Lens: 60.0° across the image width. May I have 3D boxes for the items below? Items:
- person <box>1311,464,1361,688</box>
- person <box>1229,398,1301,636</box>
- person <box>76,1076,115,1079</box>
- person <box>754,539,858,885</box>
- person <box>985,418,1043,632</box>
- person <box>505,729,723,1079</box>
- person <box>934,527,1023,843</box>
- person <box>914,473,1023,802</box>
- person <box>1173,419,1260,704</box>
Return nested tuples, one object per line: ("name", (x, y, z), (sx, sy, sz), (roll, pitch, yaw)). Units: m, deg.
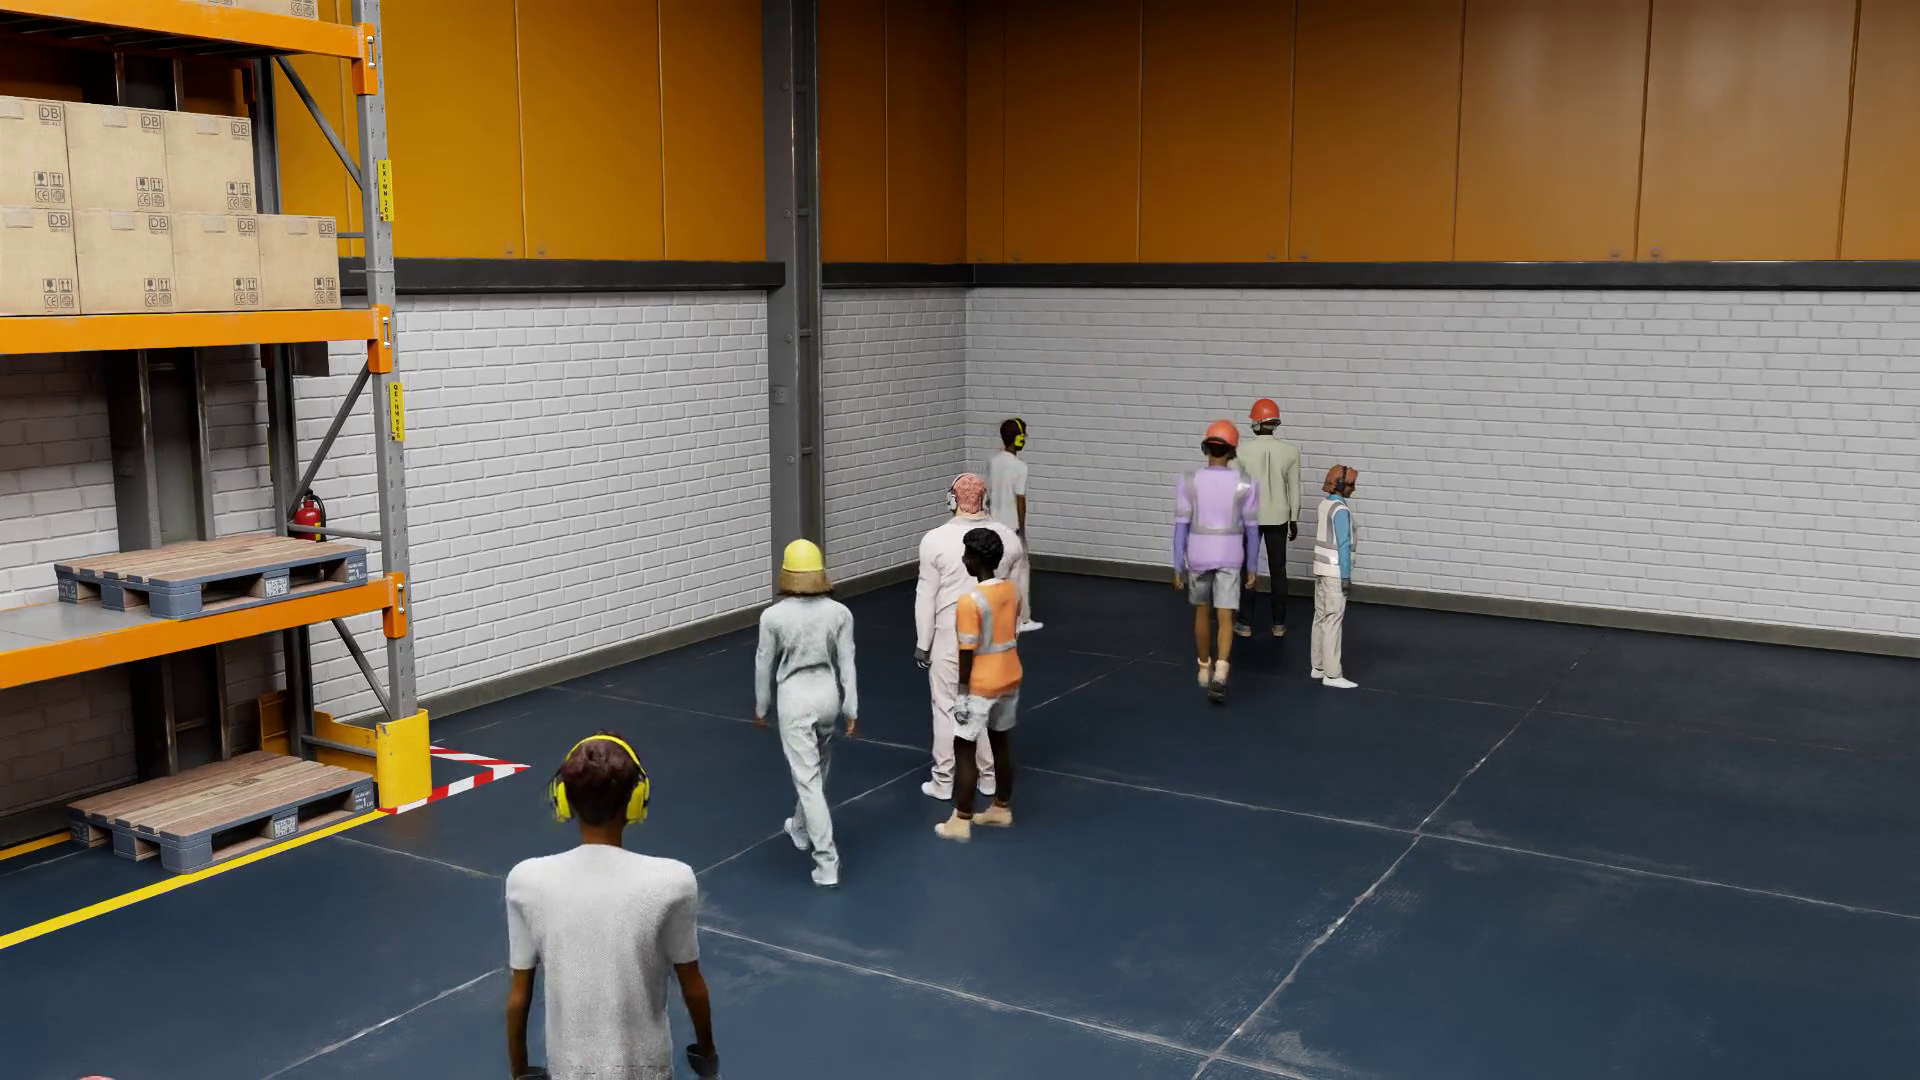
("person", (2.755, 0.262, 12.238), (0.312, 1.639, 0.512), (-1, 9, -5))
("person", (2.535, -0.183, 13.896), (0.620, 1.996, 0.372), (0, 9, -1))
("person", (-1.269, 1.707, 2.363), (0.542, 1.923, 0.480), (5, 11, 31))
("person", (-0.780, 0.841, 8.439), (0.491, 1.693, 0.905), (-5, 10, -27))
("person", (0.344, -0.101, 13.873), (0.523, 1.846, 0.833), (9, 12, 43))
("person", (-0.893, 1.419, 4.370), (0.536, 1.852, 0.461), (1, 9, 8))
("person", (0.126, 0.769, 8.921), (0.354, 1.688, 0.562), (7, 11, 36))
("person", (0.037, 0.561, 9.596), (0.654, 1.894, 0.401), (-4, 10, -24))
("person", (1.826, 0.140, 11.887), (0.609, 2.007, 0.988), (2, 9, 11))
